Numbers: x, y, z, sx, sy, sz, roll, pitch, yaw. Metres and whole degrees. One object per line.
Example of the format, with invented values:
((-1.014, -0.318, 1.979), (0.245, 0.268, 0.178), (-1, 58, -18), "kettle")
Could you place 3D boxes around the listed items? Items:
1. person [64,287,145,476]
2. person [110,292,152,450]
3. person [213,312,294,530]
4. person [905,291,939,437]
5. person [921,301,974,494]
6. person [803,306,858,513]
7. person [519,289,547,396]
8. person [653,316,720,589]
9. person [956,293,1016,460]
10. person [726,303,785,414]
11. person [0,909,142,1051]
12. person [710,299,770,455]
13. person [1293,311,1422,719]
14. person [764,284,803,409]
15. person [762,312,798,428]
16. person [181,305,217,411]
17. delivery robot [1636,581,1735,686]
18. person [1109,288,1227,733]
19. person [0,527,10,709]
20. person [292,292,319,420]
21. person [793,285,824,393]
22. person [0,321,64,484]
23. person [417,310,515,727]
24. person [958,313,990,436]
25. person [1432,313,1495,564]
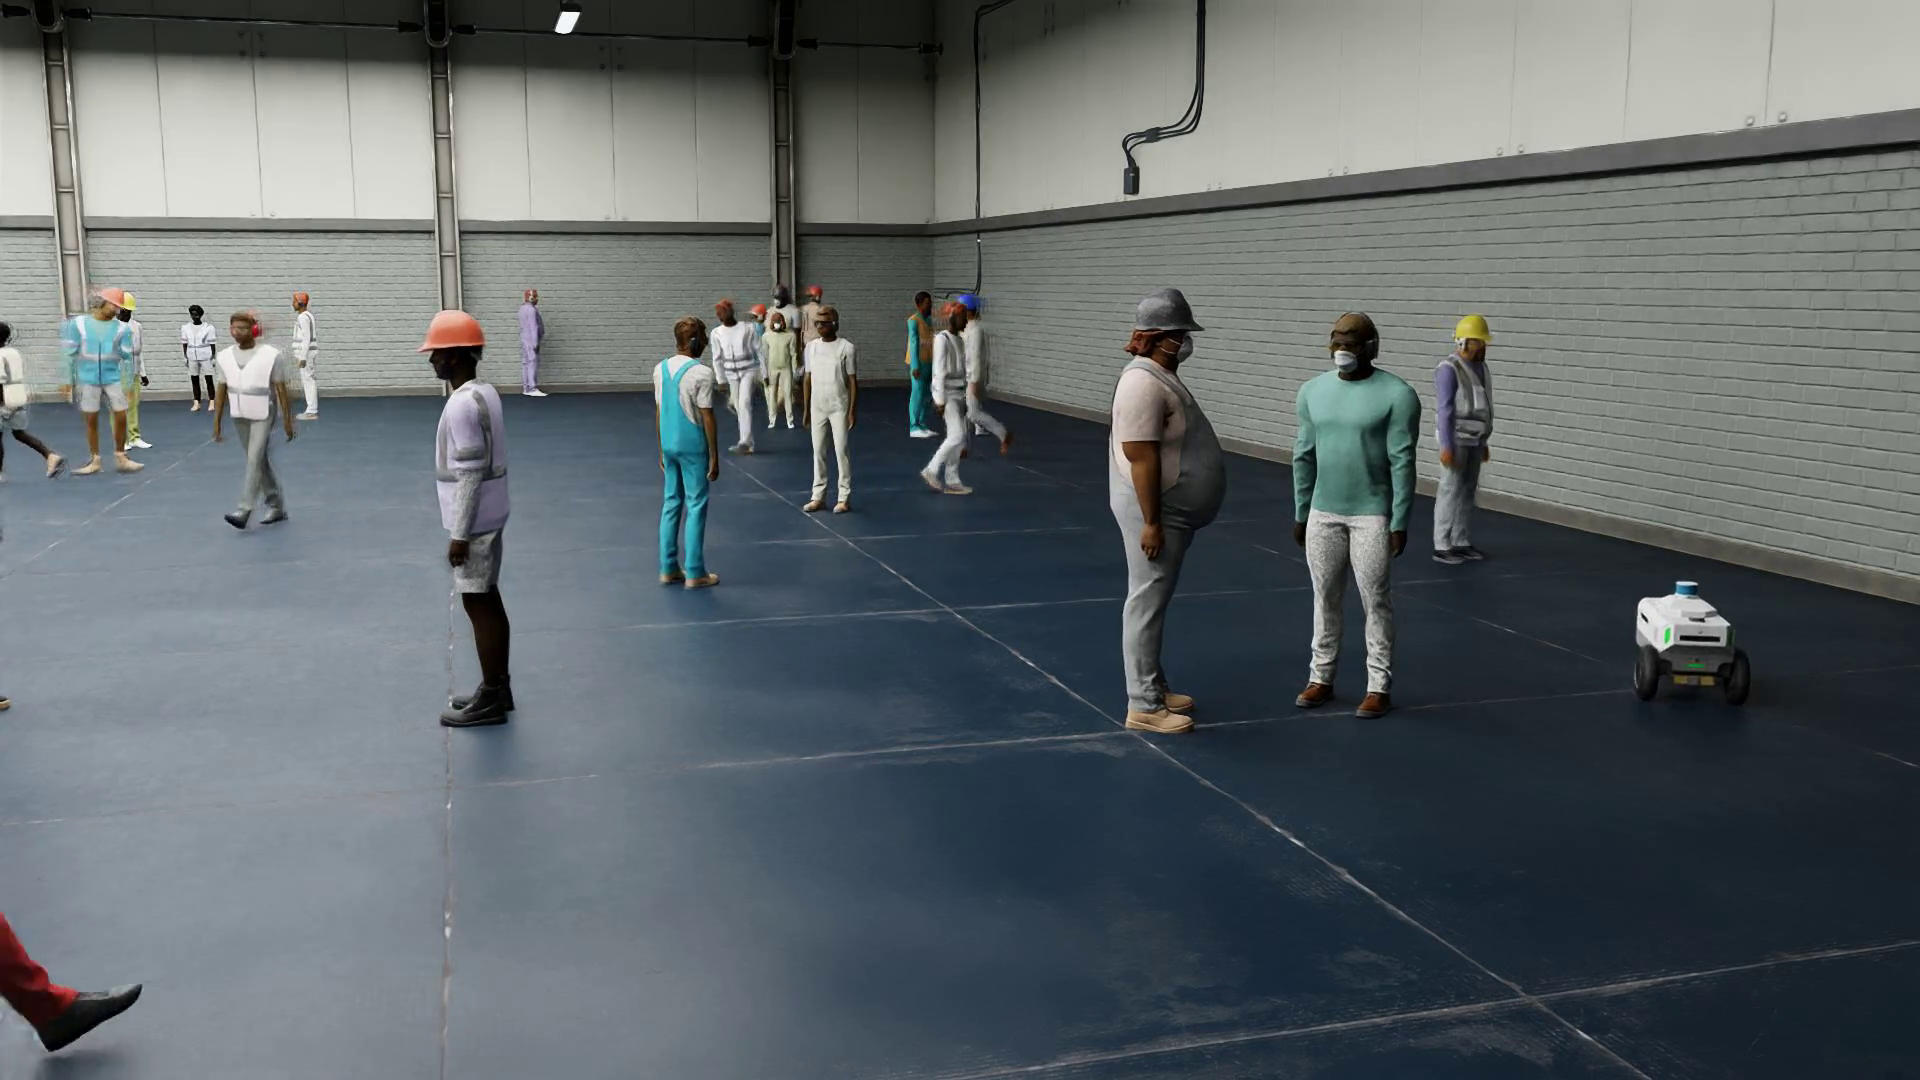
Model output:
((-9.142, -1.677, 17.690), (0.701, 1.993, 0.380), (-6, 11, -32), "person")
((-10.185, -2.058, 20.325), (0.376, 1.918, 0.584), (3, 9, 19), "person")
((-5.938, -0.986, 13.844), (0.595, 1.796, 0.966), (2, 9, 11), "person")
((-0.512, -2.317, 21.981), (0.388, 1.919, 0.593), (3, 9, 19), "person")
((-0.069, -1.355, 15.981), (0.422, 1.870, 0.592), (3, 9, 20), "person")
((-1.159, -1.154, 14.794), (0.514, 1.844, 0.327), (3, 10, 21), "person")
((-7.617, -3.511, 29.633), (0.399, 1.909, 0.642), (-5, 10, -30), "person")
((-1.830, -0.581, 11.185), (0.519, 1.835, 0.350), (6, 11, 32), "person")
((0.209, -1.850, 18.999), (0.753, 1.923, 0.606), (-2, 9, -15), "person")
((-3.184, -2.789, 25.646), (0.876, 1.715, 0.553), (-5, 10, -28), "person")
((-2.568, 0.567, 4.148), (0.885, 1.722, 0.550), (-5, 10, -28), "person")
((-2.636, -1.922, 19.712), (0.657, 1.838, 0.766), (3, 9, 16), "person")
((1.873, -0.119, 7.939), (0.624, 1.931, 0.378), (7, 11, 38), "person")
((-2.842, -3.125, 26.747), (0.692, 2.000, 0.832), (5, 10, 30), "person")
((-2.512, -2.360, 23.192), (0.498, 1.627, 0.280), (0, 9, -2), "person")
((-11.948, -2.852, 26.147), (0.533, 1.687, 0.326), (0, 9, -2), "person")
((3.636, 0.451, 8.353), (0.477, 0.478, 0.707), (2, 9, 12), "delivery robot")
((0.965, -0.145, 7.735), (0.538, 2.000, 0.687), (2, 9, 10), "person")
((-4.807, -0.121, 7.816), (0.361, 1.962, 0.617), (3, 10, 20), "person")
((-9.737, -2.730, 24.724), (0.345, 1.882, 0.584), (-3, 9, -16), "person")
((-2.638, -3.552, 29.673), (0.686, 1.975, 0.629), (-7, 12, -39), "person")
((-9.617, -1.404, 16.935), (0.729, 1.668, 0.530), (0, 9, -2), "person")
((-2.302, -0.096, 7.759), (0.378, 1.933, 0.551), (-1, 9, -5), "person")
((0.157, -2.199, 22.108), (0.514, 1.642, 0.310), (5, 10, 29), "person")
((3.704, -0.742, 12.214), (0.604, 1.829, 0.403), (-8, 12, -43), "person")
